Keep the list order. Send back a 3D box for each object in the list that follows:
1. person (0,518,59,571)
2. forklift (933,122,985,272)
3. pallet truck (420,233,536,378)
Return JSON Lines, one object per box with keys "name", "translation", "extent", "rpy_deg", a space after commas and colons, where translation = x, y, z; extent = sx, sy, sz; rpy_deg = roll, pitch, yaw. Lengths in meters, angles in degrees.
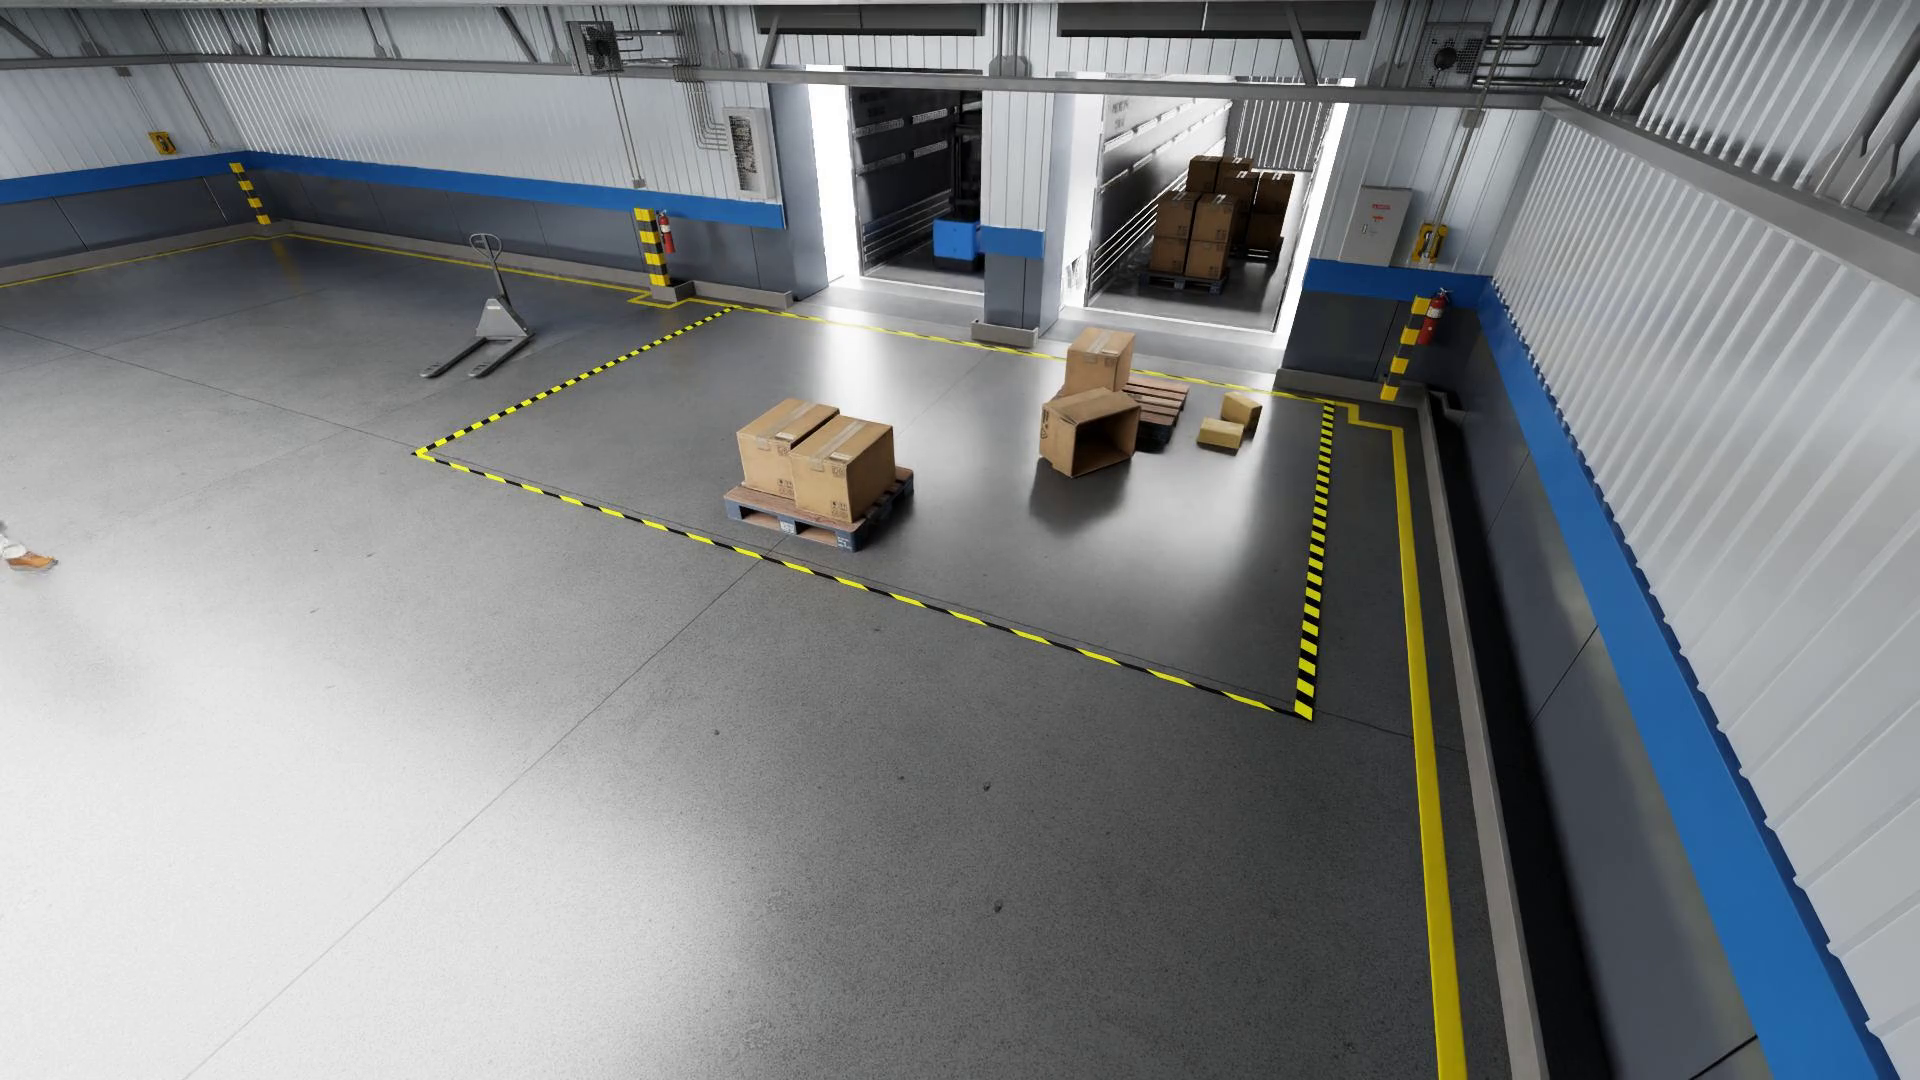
{"name": "person", "translation": [-6.854, -0.482, 4.710], "extent": [0.405, 1.923, 0.655], "rpy_deg": [22, 41, 28]}
{"name": "forklift", "translation": [0.071, -5.282, 11.342], "extent": [0.716, 2.013, 0.776], "rpy_deg": [15, 38, 20]}
{"name": "pallet truck", "translation": [-5.664, -2.712, 8.427], "extent": [0.680, 1.201, 1.601], "rpy_deg": [0, 35, -1]}
